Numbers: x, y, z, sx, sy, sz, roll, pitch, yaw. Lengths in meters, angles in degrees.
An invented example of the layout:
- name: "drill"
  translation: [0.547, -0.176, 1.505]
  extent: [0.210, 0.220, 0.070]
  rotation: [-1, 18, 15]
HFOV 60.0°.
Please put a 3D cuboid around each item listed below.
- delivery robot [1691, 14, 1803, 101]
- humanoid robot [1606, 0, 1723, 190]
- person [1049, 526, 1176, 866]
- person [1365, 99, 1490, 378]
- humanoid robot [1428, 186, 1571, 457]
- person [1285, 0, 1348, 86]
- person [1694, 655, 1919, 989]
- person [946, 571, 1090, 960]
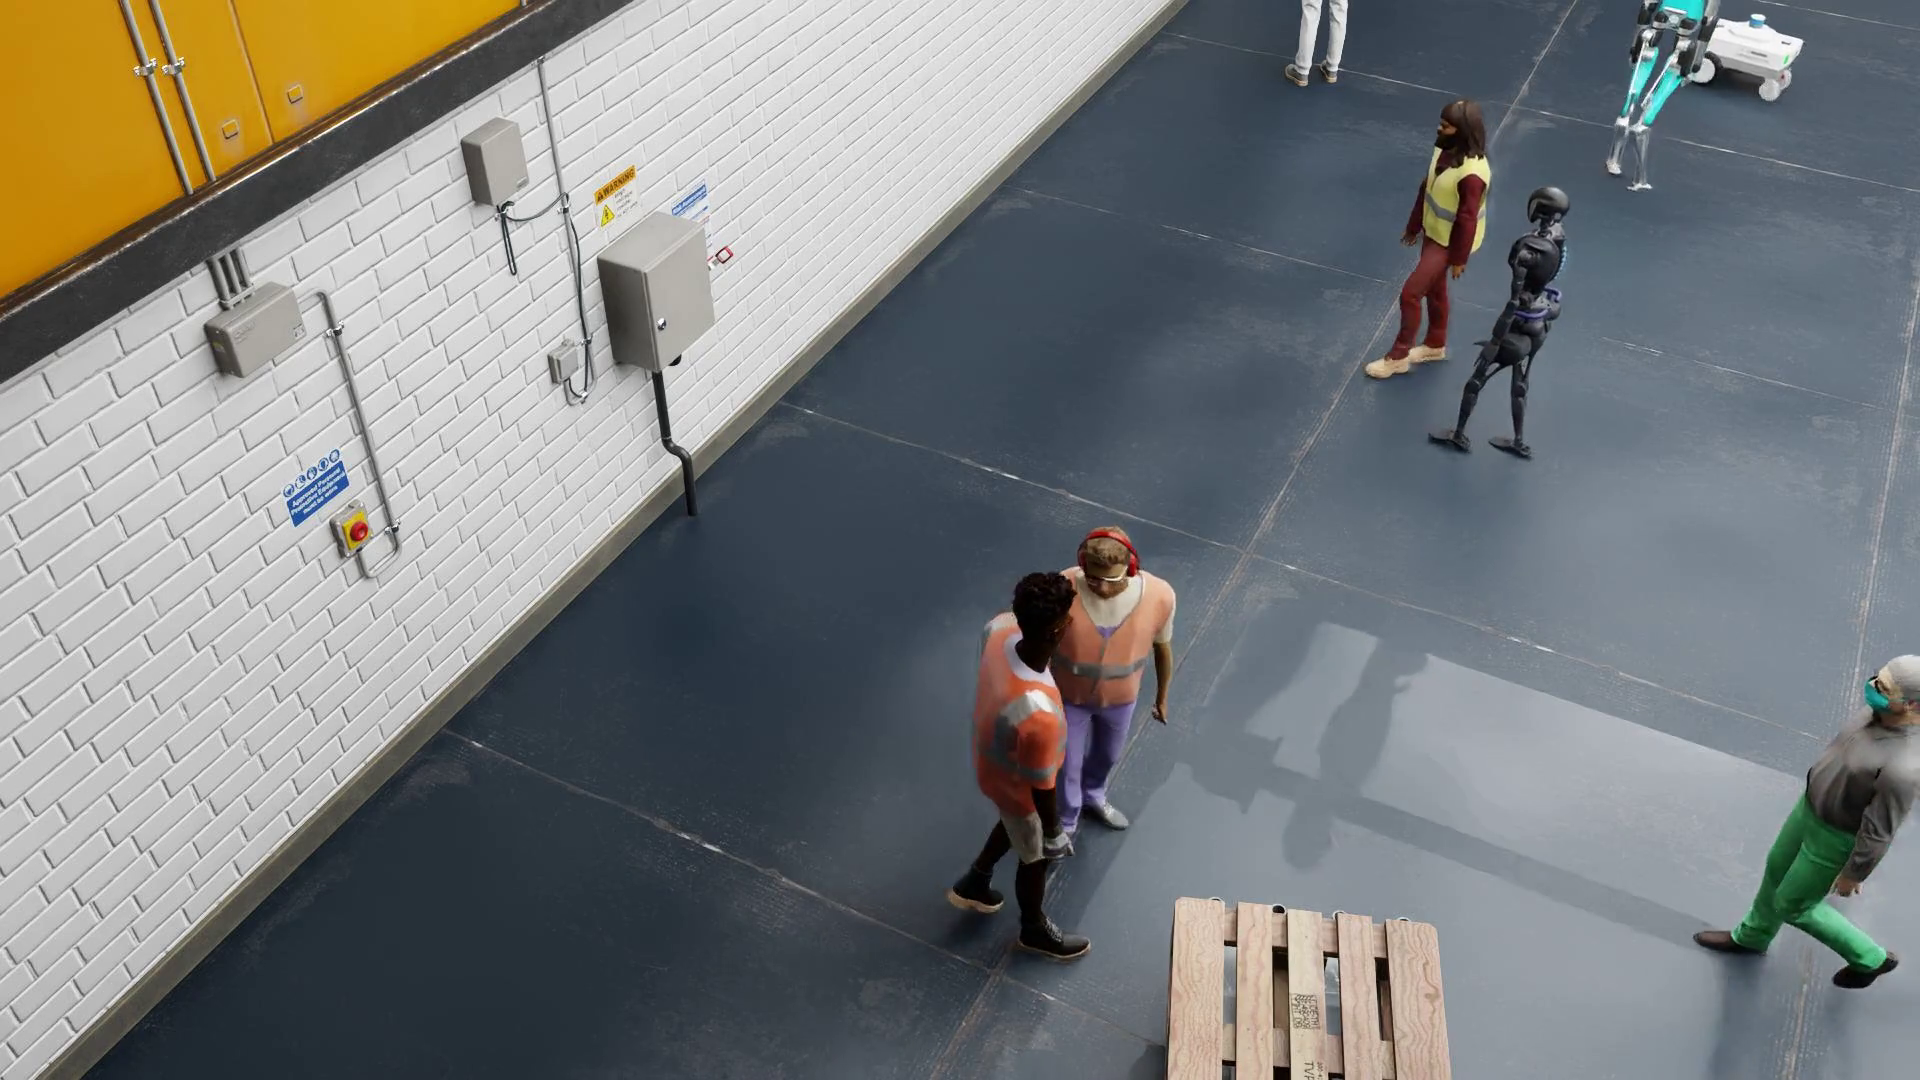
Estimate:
- name: "delivery robot"
  translation: [6.156, -3.823, 13.058]
  extent: [0.801, 0.604, 0.499]
  rotation: [27, 48, 28]
- name: "humanoid robot"
  translation: [4.818, -3.299, 11.543]
  extent: [0.539, 1.786, 0.772]
  rotation: [32, 50, 31]
- name: "person"
  translation: [0.575, 0.631, 6.914]
  extent: [0.618, 1.830, 0.426]
  rotation: [0, 41, 0]
- name: "person"
  translation: [2.712, -1.744, 9.728]
  extent: [0.698, 1.744, 0.495]
  rotation: [-5, 41, -6]
- name: "humanoid robot"
  translation: [3.053, -1.207, 9.169]
  extent: [0.586, 1.637, 0.602]
  rotation: [28, 48, 29]
- name: "person"
  translation: [2.810, -4.403, 12.708]
  extent: [0.572, 1.882, 0.356]
  rotation: [-7, 41, -8]
- name: "person"
  translation: [3.432, 1.092, 6.384]
  extent: [0.617, 1.821, 0.520]
  rotation: [10, 42, 12]
- name: "person"
  translation: [0.241, 0.913, 6.493]
  extent: [0.481, 1.943, 0.682]
  rotation: [-7, 41, -9]
